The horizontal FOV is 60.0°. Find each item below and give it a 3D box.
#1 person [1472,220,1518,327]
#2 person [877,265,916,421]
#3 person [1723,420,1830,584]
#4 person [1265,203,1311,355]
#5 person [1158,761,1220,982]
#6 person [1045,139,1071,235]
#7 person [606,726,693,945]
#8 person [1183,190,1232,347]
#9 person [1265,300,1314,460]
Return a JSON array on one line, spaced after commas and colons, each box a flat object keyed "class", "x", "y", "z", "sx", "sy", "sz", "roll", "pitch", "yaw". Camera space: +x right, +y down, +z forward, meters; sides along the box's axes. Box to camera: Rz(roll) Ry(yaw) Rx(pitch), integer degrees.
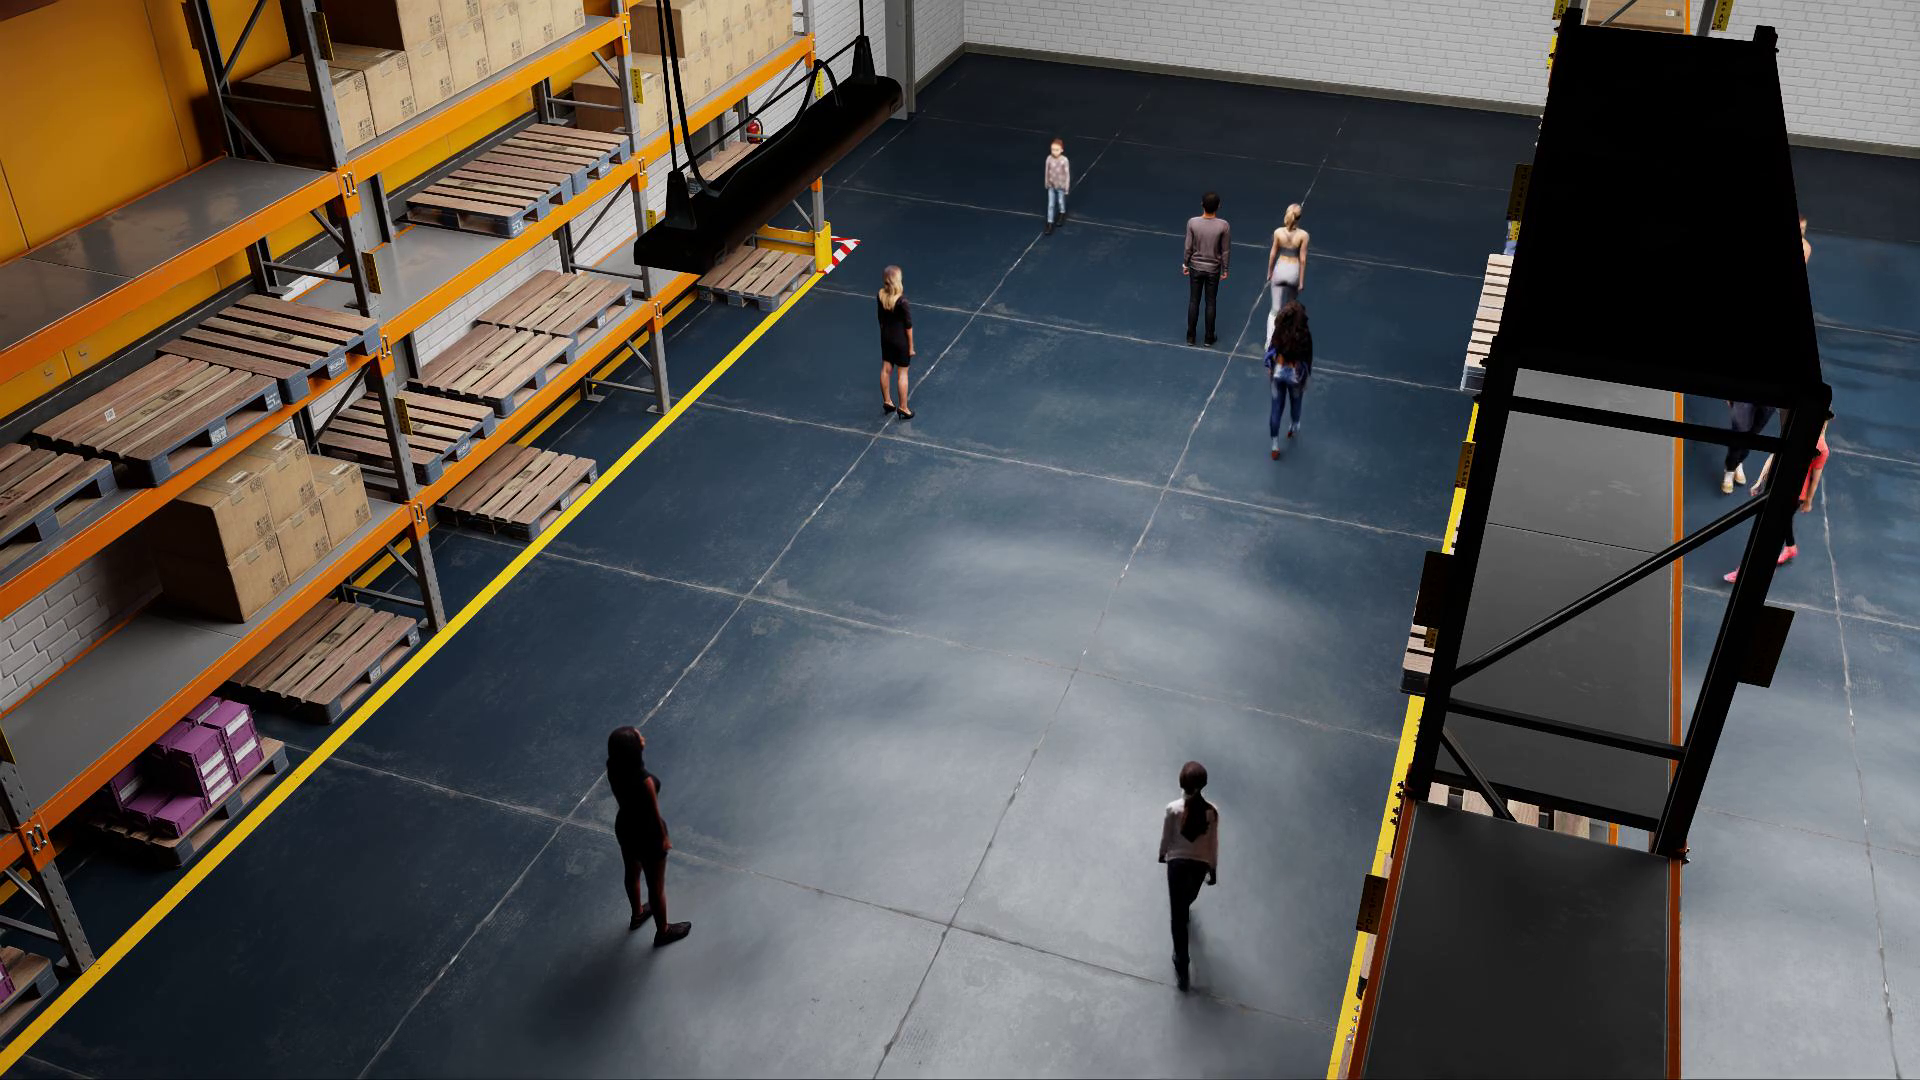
[{"class": "person", "x": 6.205, "y": -3.140, "z": 18.318, "sx": 0.868, "sy": 1.866, "sz": 0.795, "roll": -9, "pitch": 35, "yaw": -13}, {"class": "person", "x": -0.655, "y": -1.998, "z": 16.771, "sx": 0.600, "sy": 1.677, "sz": 0.564, "roll": 24, "pitch": 41, "yaw": 32}, {"class": "person", "x": 7.225, "y": -0.417, "z": 14.418, "sx": 1.110, "sy": 1.650, "sz": 1.102, "roll": -13, "pitch": 36, "yaw": -19}, {"class": "person", "x": 3.504, "y": -2.793, "z": 17.970, "sx": 0.569, "sy": 1.675, "sz": 1.076, "roll": 12, "pitch": 35, "yaw": 17}, {"class": "person", "x": 1.472, "y": 2.151, "z": 10.684, "sx": 0.770, "sy": 1.506, "sz": 1.124, "roll": 0, "pitch": 34, "yaw": 1}, {"class": "person", "x": 1.244, "y": -4.494, "z": 20.983, "sx": 0.510, "sy": 1.172, "sz": 0.805, "roll": 10, "pitch": 35, "yaw": 15}, {"class": "person", "x": -2.080, "y": 1.905, "z": 10.843, "sx": 0.668, "sy": 1.740, "sz": 0.644, "roll": 26, "pitch": 42, "yaw": 33}, {"class": "person", "x": 2.666, "y": -2.961, "z": 18.139, "sx": 0.549, "sy": 1.767, "sz": 0.673, "roll": 11, "pitch": 35, "yaw": 16}, {"class": "person", "x": 3.162, "y": -1.531, "z": 16.146, "sx": 0.638, "sy": 1.592, "sz": 0.888, "roll": 12, "pitch": 35, "yaw": 18}]
